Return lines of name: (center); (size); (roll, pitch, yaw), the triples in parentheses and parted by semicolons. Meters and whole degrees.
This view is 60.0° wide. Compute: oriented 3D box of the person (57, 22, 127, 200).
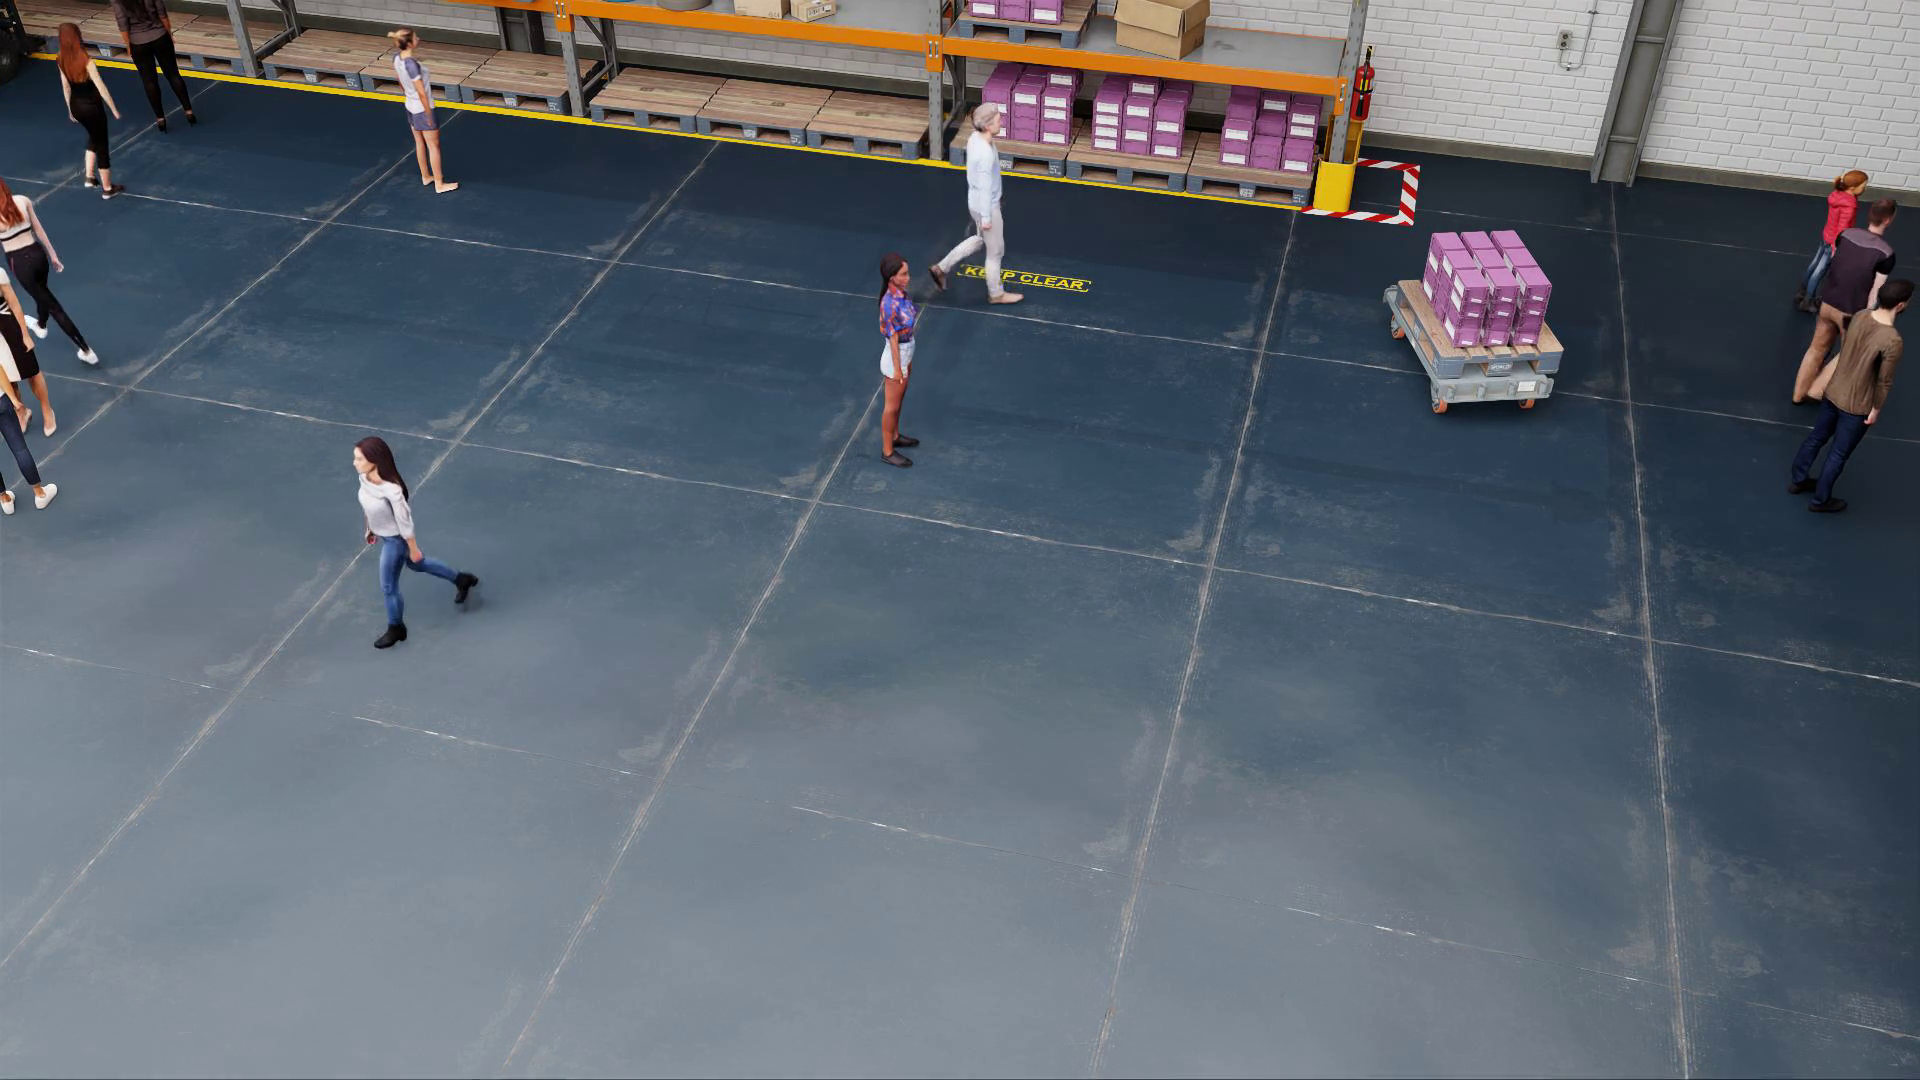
person: (-8.398, -4.058, 15.908); (0.612, 1.713, 0.678); (10, 40, 12)

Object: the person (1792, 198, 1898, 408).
person: (6.859, -1.812, 13.004); (0.868, 1.826, 0.814); (-18, 42, -21)

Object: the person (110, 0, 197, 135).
person: (-8.330, -5.104, 17.115); (0.749, 1.841, 0.803); (-21, 43, -24)

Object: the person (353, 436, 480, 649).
person: (-3.642, -0.049, 10.979); (1.062, 1.600, 1.057); (-24, 45, -27)

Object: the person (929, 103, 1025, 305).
person: (0.133, -2.851, 14.266); (1.162, 1.875, 0.905); (-2, 39, -3)

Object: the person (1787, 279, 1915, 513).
person: (6.431, -1.042, 11.991); (0.741, 1.889, 0.742); (-8, 39, -10)

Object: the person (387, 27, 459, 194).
person: (-5.235, -4.175, 16.125); (0.737, 1.624, 0.642); (-29, 47, -31)

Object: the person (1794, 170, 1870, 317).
person: (7.537, -2.592, 14.389); (0.472, 1.317, 0.498); (10, 40, 12)

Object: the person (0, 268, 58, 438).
person: (-7.358, -1.567, 12.756); (0.578, 1.754, 0.757); (-2, 39, -2)

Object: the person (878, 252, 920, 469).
person: (-0.476, -1.369, 12.517); (0.546, 1.744, 0.613); (5, 39, 6)

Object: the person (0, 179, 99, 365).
person: (-7.507, -2.165, 13.551); (1.243, 1.696, 0.866); (24, 45, 27)

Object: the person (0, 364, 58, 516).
person: (-7.046, -0.979, 11.975); (0.610, 1.809, 0.734); (-10, 40, -12)
